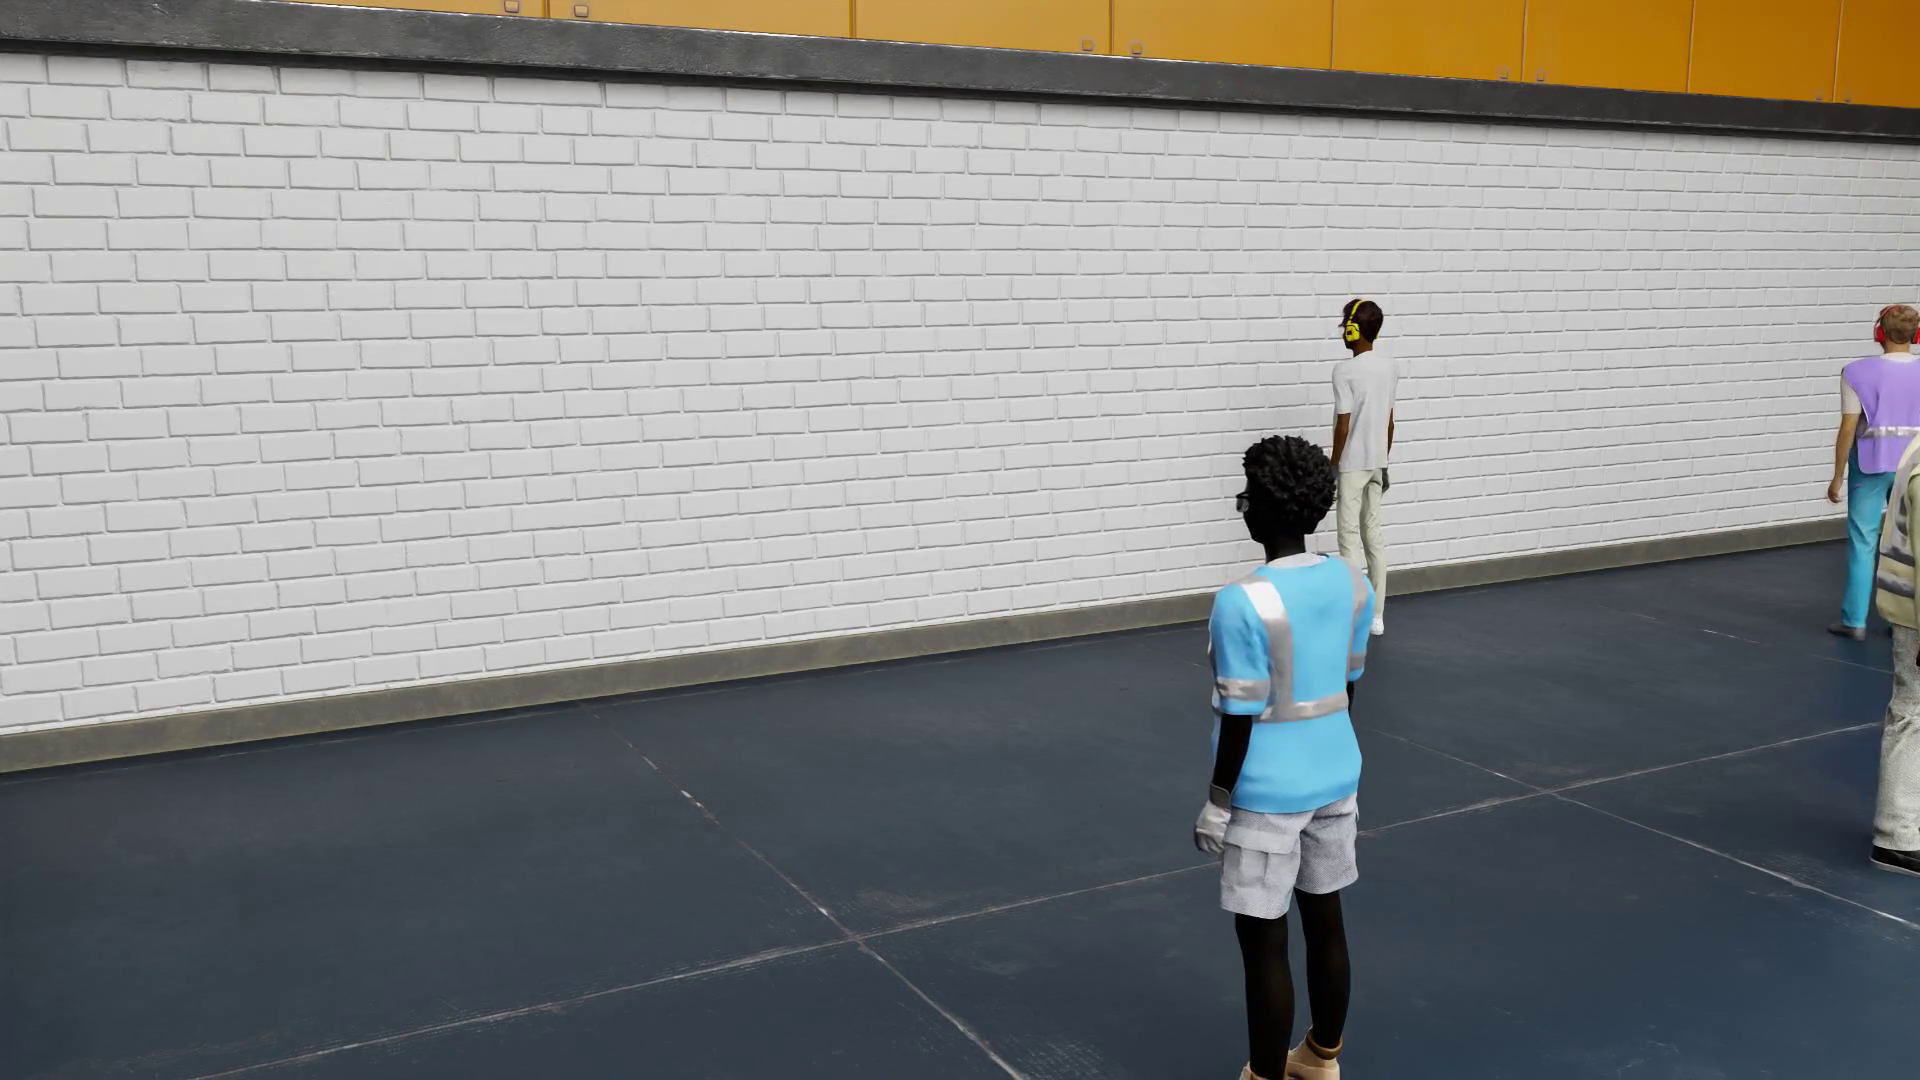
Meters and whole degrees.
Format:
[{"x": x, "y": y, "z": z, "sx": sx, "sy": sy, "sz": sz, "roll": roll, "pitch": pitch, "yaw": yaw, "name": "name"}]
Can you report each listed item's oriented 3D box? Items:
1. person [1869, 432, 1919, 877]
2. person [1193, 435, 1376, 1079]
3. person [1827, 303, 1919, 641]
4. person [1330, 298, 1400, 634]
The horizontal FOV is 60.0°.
[{"x": 3.348, "y": 0.244, "z": 5.677, "sx": 0.403, "sy": 1.825, "sz": 0.592, "roll": 6, "pitch": 11, "yaw": 30, "name": "person"}, {"x": 0.773, "y": 0.595, "z": 4.006, "sx": 0.529, "sy": 1.697, "sz": 0.321, "roll": -9, "pitch": 13, "yaw": -41, "name": "person"}, {"x": 5.054, "y": -0.357, "z": 9.057, "sx": 0.570, "sy": 1.843, "sz": 0.372, "roll": 1, "pitch": 10, "yaw": 6, "name": "person"}, {"x": 2.179, "y": -0.378, "z": 9.141, "sx": 0.512, "sy": 1.862, "sz": 0.328, "roll": -8, "pitch": 13, "yaw": -38, "name": "person"}]
